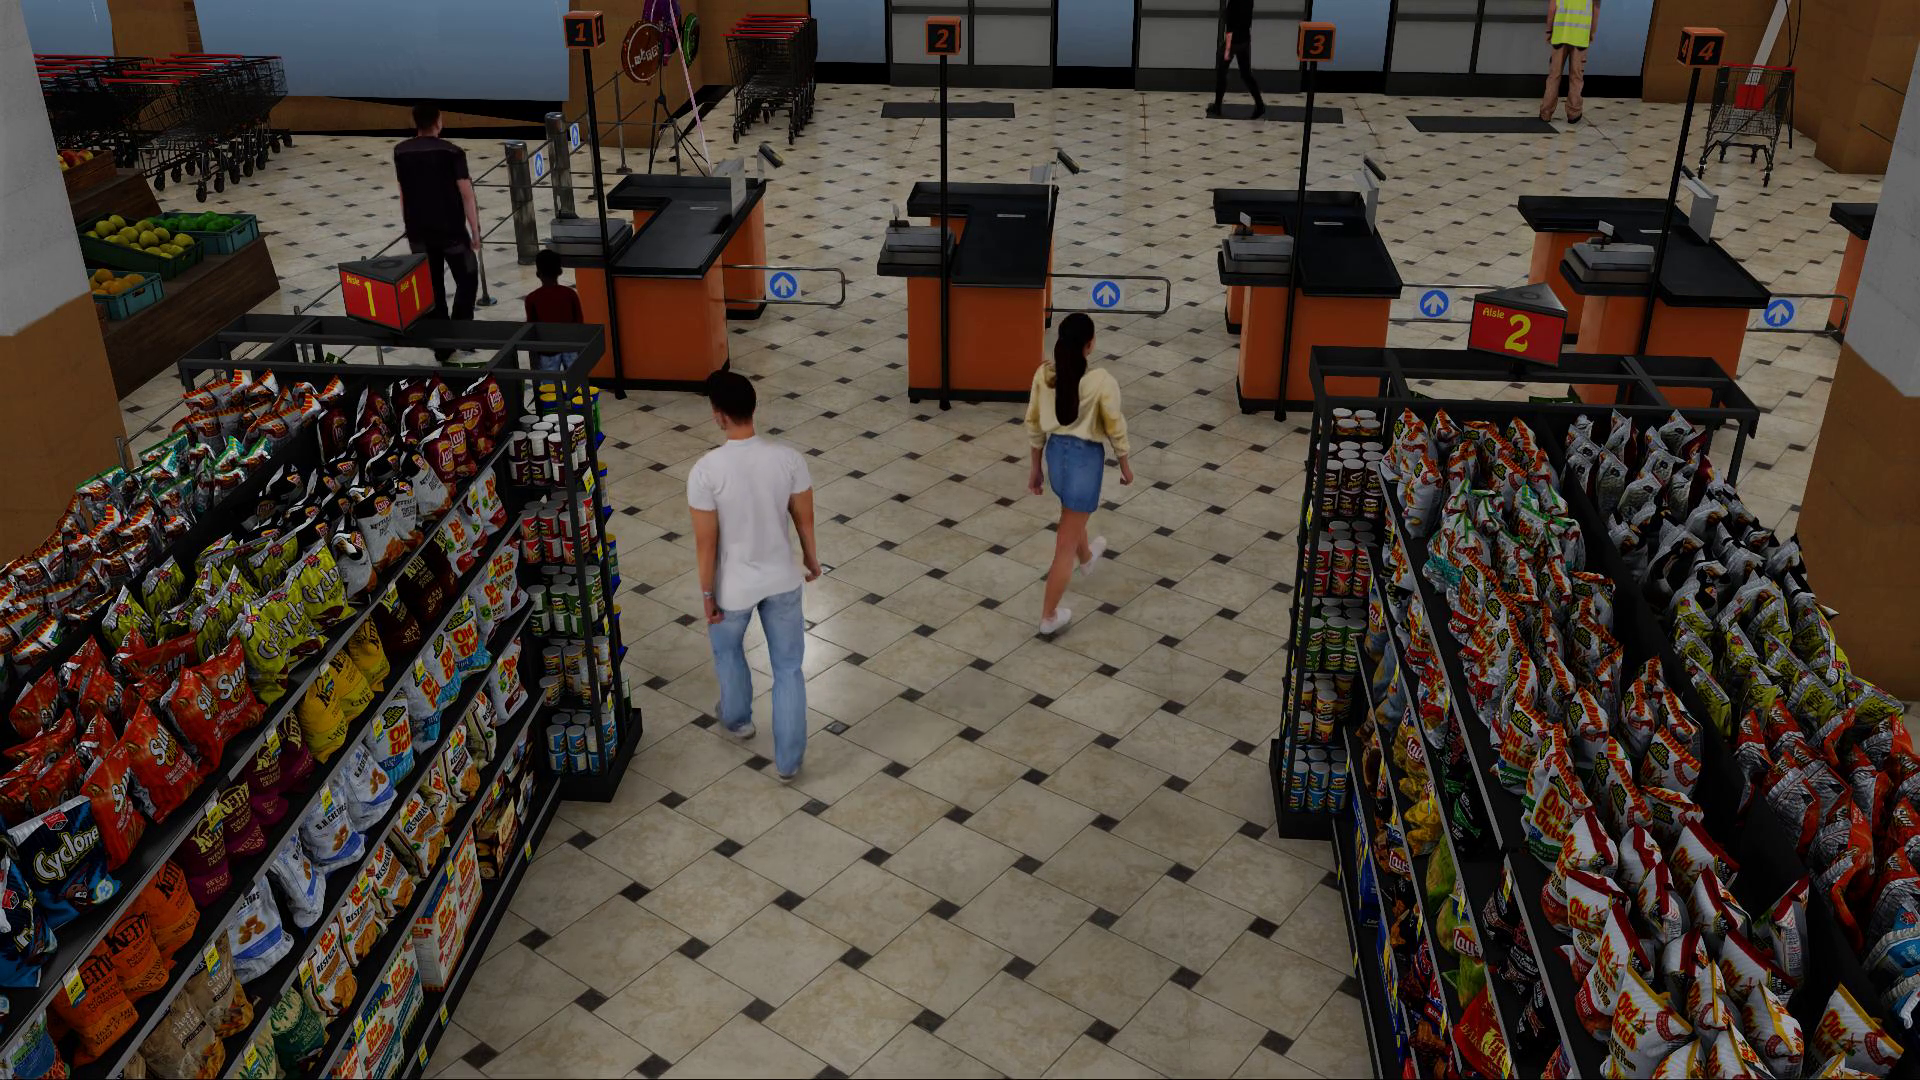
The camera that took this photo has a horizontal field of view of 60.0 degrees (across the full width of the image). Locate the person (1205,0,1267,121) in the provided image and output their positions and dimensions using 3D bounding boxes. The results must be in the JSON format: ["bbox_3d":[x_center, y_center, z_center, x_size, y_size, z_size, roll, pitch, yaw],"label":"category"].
[{"bbox_3d":[3.148,-5.472,18.486,1.023,1.610,1.117,-18,32,-31],"label":"person"}]

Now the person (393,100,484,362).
[{"bbox_3d":[-3.676,-2.115,11.621,0.756,1.831,0.646,1,27,1],"label":"person"}]

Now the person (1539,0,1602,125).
[{"bbox_3d":[6.758,-5.559,18.397,0.787,1.844,0.816,10,29,20],"label":"person"}]

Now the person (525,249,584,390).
[{"bbox_3d":[-2.531,-1.215,10.484,0.579,1.254,0.612,-13,30,-23],"label":"person"}]

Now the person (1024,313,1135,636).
[{"bbox_3d":[0.538,-0.287,8.302,0.992,1.573,1.222,16,31,29],"label":"person"}]

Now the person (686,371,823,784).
[{"bbox_3d":[-0.851,0.215,7.024,0.940,1.832,1.045,-6,28,-12],"label":"person"}]
